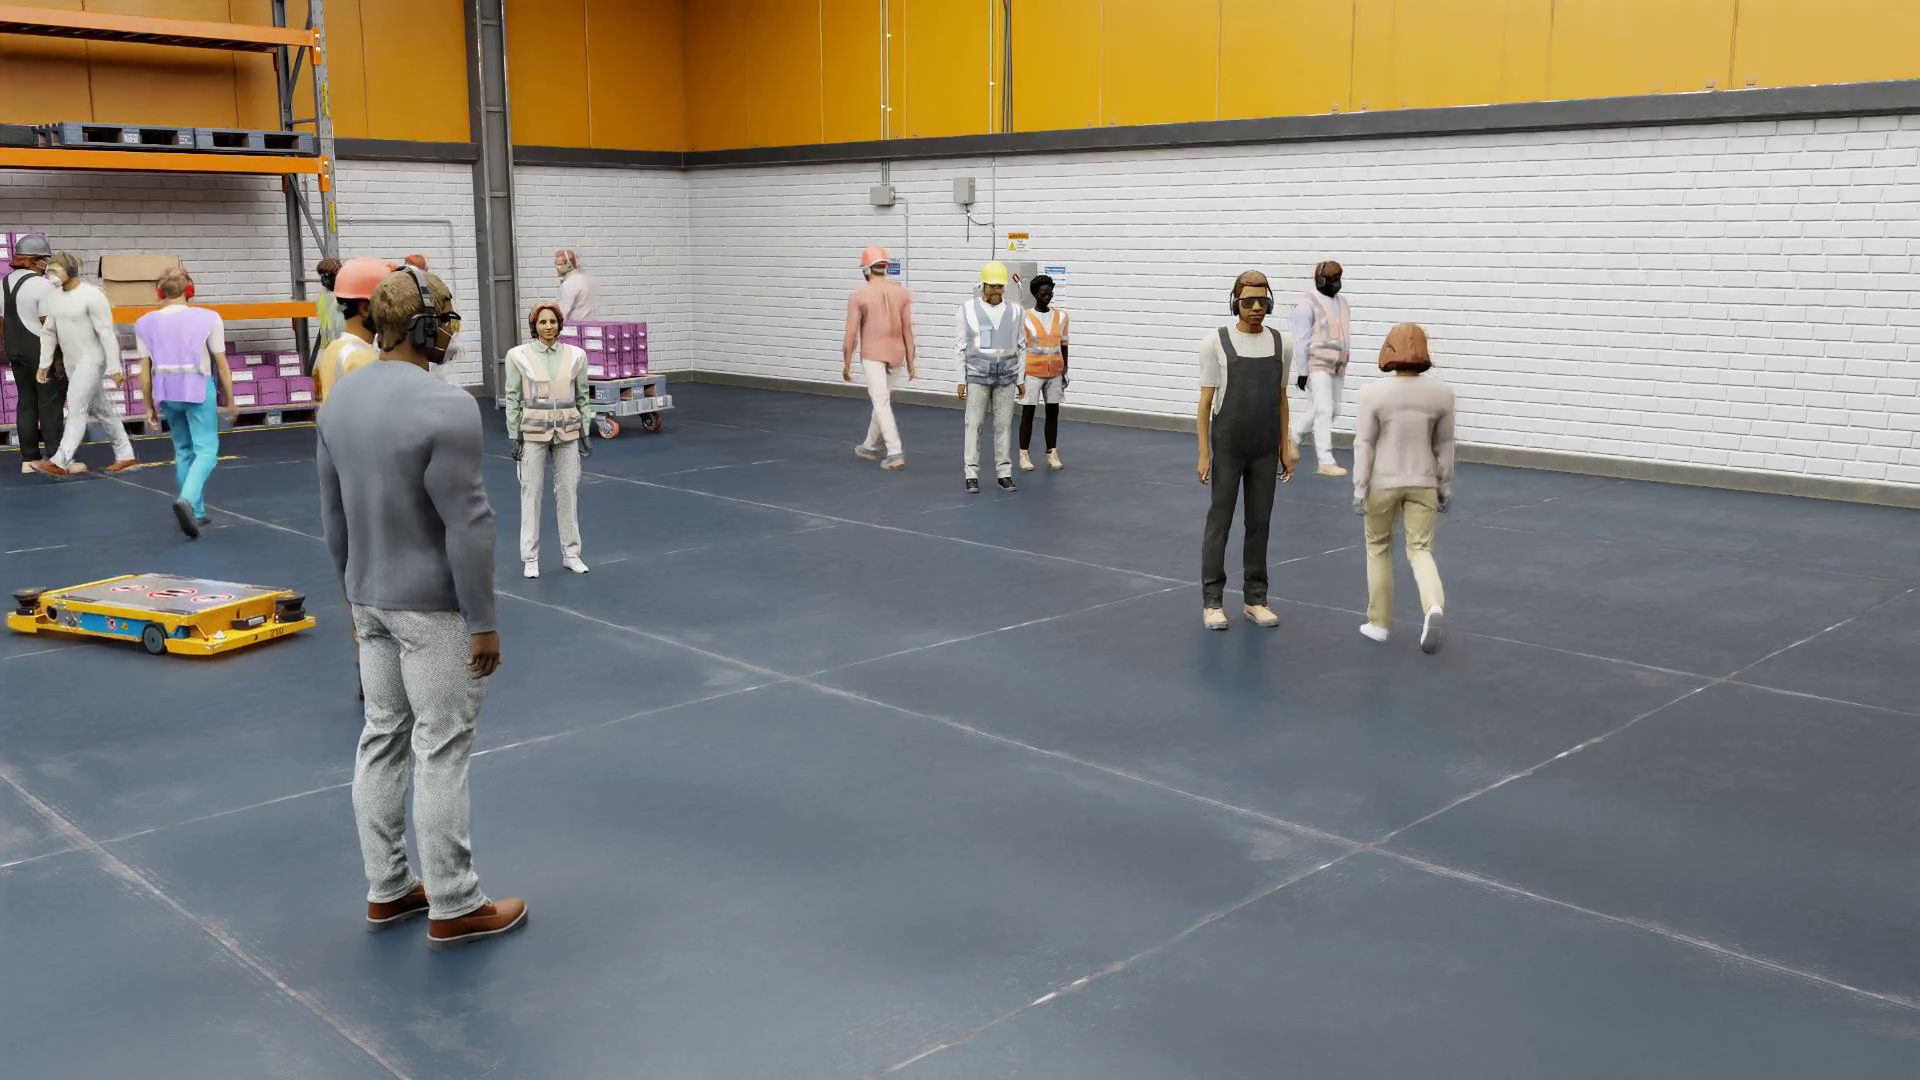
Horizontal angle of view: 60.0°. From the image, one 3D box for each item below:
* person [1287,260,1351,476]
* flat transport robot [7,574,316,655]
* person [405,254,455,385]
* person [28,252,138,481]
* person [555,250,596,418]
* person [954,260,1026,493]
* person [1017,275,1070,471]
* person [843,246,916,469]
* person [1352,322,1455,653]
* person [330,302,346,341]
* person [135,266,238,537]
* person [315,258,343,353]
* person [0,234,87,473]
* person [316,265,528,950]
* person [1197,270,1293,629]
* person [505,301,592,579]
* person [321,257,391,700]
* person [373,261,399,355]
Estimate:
[{"bbox_3d":[3.046,-1.475,14.205,0.633,1.819,0.741,-8,13,-39],"label":"person"},{"bbox_3d":[-4.053,0.356,8.429,1.431,0.197,0.652,5,11,24],"label":"flat transport robot"},{"bbox_3d":[-5.570,-2.092,17.547,0.585,1.836,1.009,8,13,37],"label":"person"},{"bbox_3d":[-7.352,-1.438,13.815,0.627,1.875,1.058,6,12,29],"label":"person"},{"bbox_3d":[-4.333,-2.257,18.349,0.947,1.857,0.655,-1,10,-5],"label":"person"},{"bbox_3d":[0.248,-1.286,13.136,0.587,1.828,0.404,-3,11,-14],"label":"person"},{"bbox_3d":[0.700,-1.438,14.347,0.530,1.689,0.322,-4,11,-23],"label":"person"},{"bbox_3d":[-0.710,-1.612,14.658,0.621,1.934,1.072,-7,12,-32],"label":"person"},{"bbox_3d":[2.166,-0.251,8.086,0.508,1.609,0.685,-1,10,-4],"label":"person"},{"bbox_3d":[-5.371,-1.544,14.800,0.483,1.736,0.311,8,13,37],"label":"person"},{"bbox_3d":[-5.251,-0.934,11.254,0.579,1.819,0.790,0,10,-2],"label":"person"},{"bbox_3d":[-5.799,-1.783,15.911,0.666,1.814,0.723,5,12,26],"label":"person"},{"bbox_3d":[-7.809,-1.583,14.176,0.685,2.000,0.535,5,12,27],"label":"person"},{"bbox_3d":[-1.551,0.196,4.752,0.632,1.938,0.359,7,13,34],"label":"person"},{"bbox_3d":[1.467,-0.457,8.569,0.515,1.844,0.329,-3,11,-14],"label":"person"},{"bbox_3d":[-2.445,-0.599,9.909,0.510,1.640,0.308,-6,12,-30],"label":"person"},{"bbox_3d":[-2.483,-0.233,7.124,0.412,1.932,0.558,-6,12,-31],"label":"person"},{"bbox_3d":[-3.116,-0.564,9.050,0.346,1.882,0.578,-7,13,-35],"label":"person"}]
